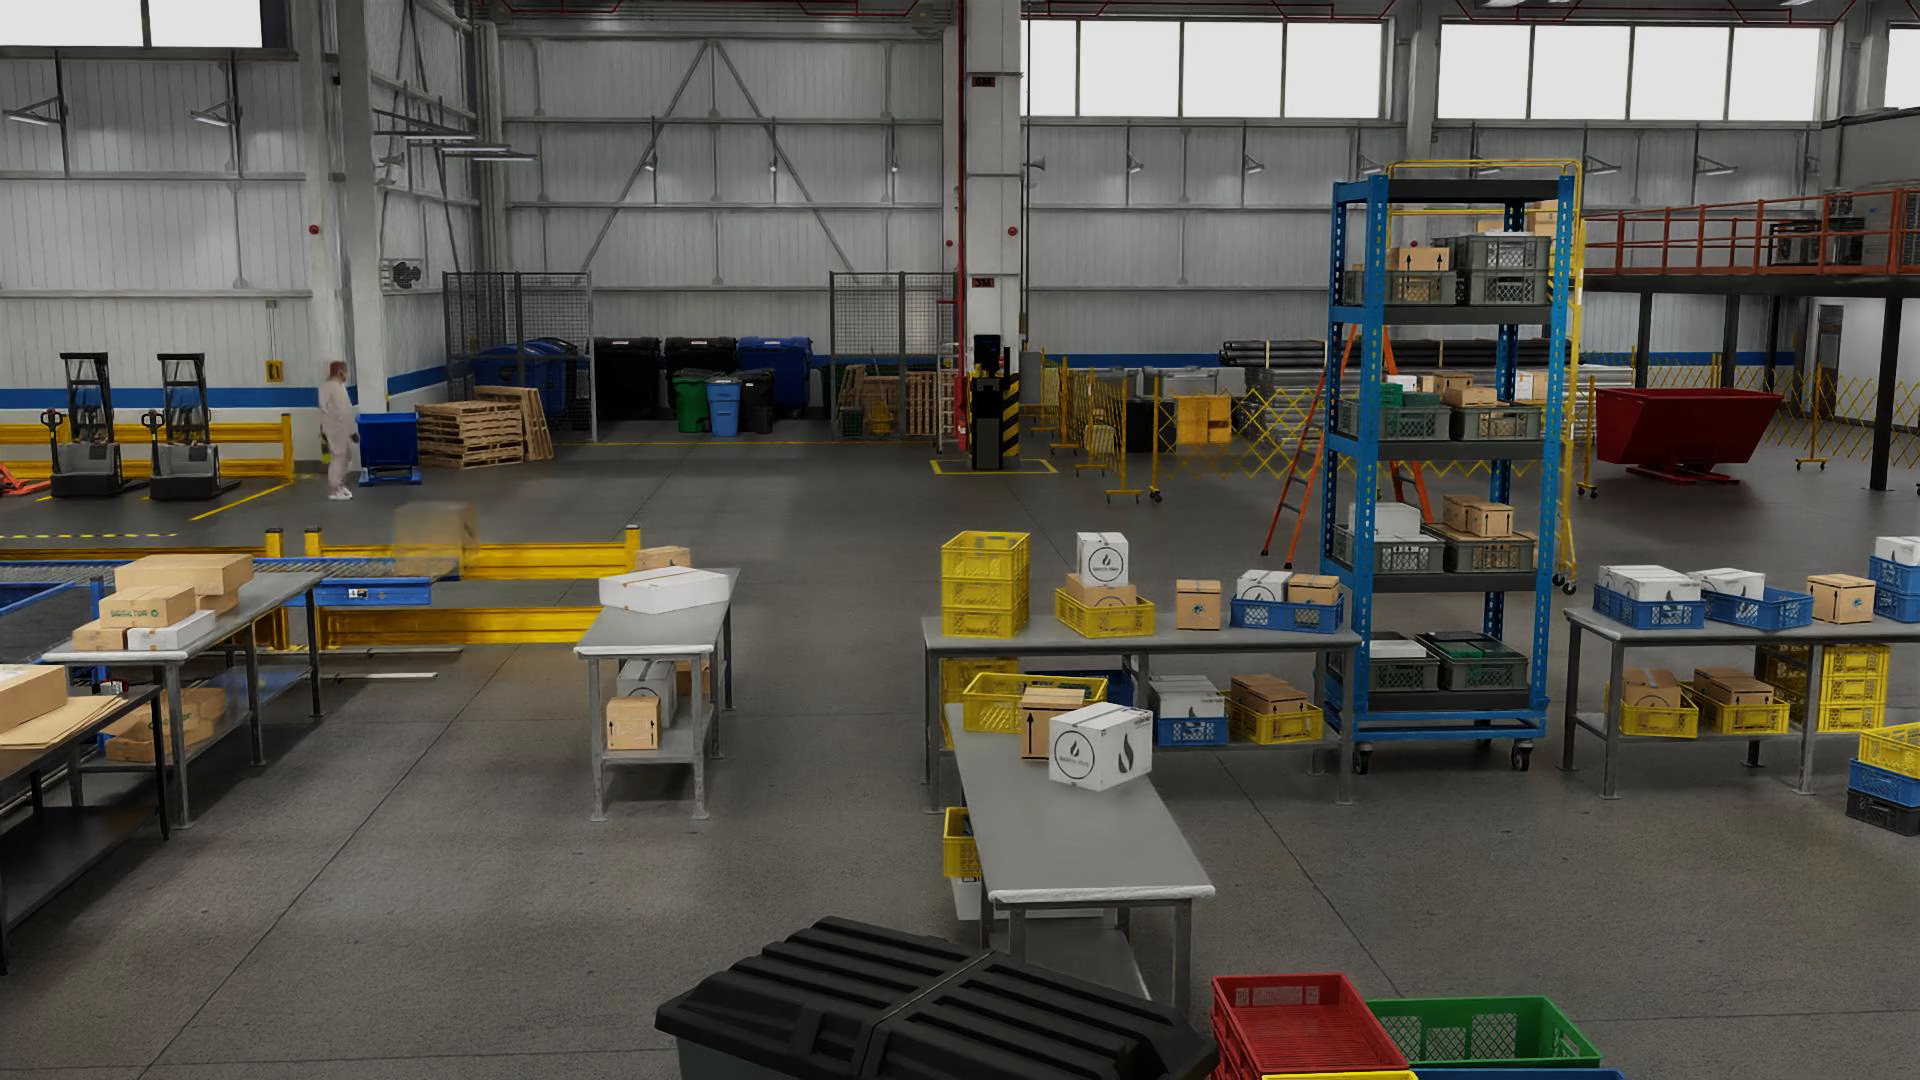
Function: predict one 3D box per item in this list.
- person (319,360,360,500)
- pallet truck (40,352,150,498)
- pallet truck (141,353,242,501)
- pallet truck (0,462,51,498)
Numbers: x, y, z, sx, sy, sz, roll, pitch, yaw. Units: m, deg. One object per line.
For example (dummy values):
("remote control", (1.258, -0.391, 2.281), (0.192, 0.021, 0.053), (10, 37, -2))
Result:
("person", (-8.366, -1.478, 22.488), (0.529, 1.884, 0.636), (-6, 11, -33))
("pallet truck", (-11.907, -1.642, 23.165), (0.823, 1.965, 1.885), (0, 9, 0))
("pallet truck", (-10.520, -1.604, 22.925), (0.823, 1.965, 1.885), (-1, 9, -6))
("pallet truck", (-13.193, -1.293, 23.148), (0.653, 1.274, 1.630), (-1, 9, -4))
